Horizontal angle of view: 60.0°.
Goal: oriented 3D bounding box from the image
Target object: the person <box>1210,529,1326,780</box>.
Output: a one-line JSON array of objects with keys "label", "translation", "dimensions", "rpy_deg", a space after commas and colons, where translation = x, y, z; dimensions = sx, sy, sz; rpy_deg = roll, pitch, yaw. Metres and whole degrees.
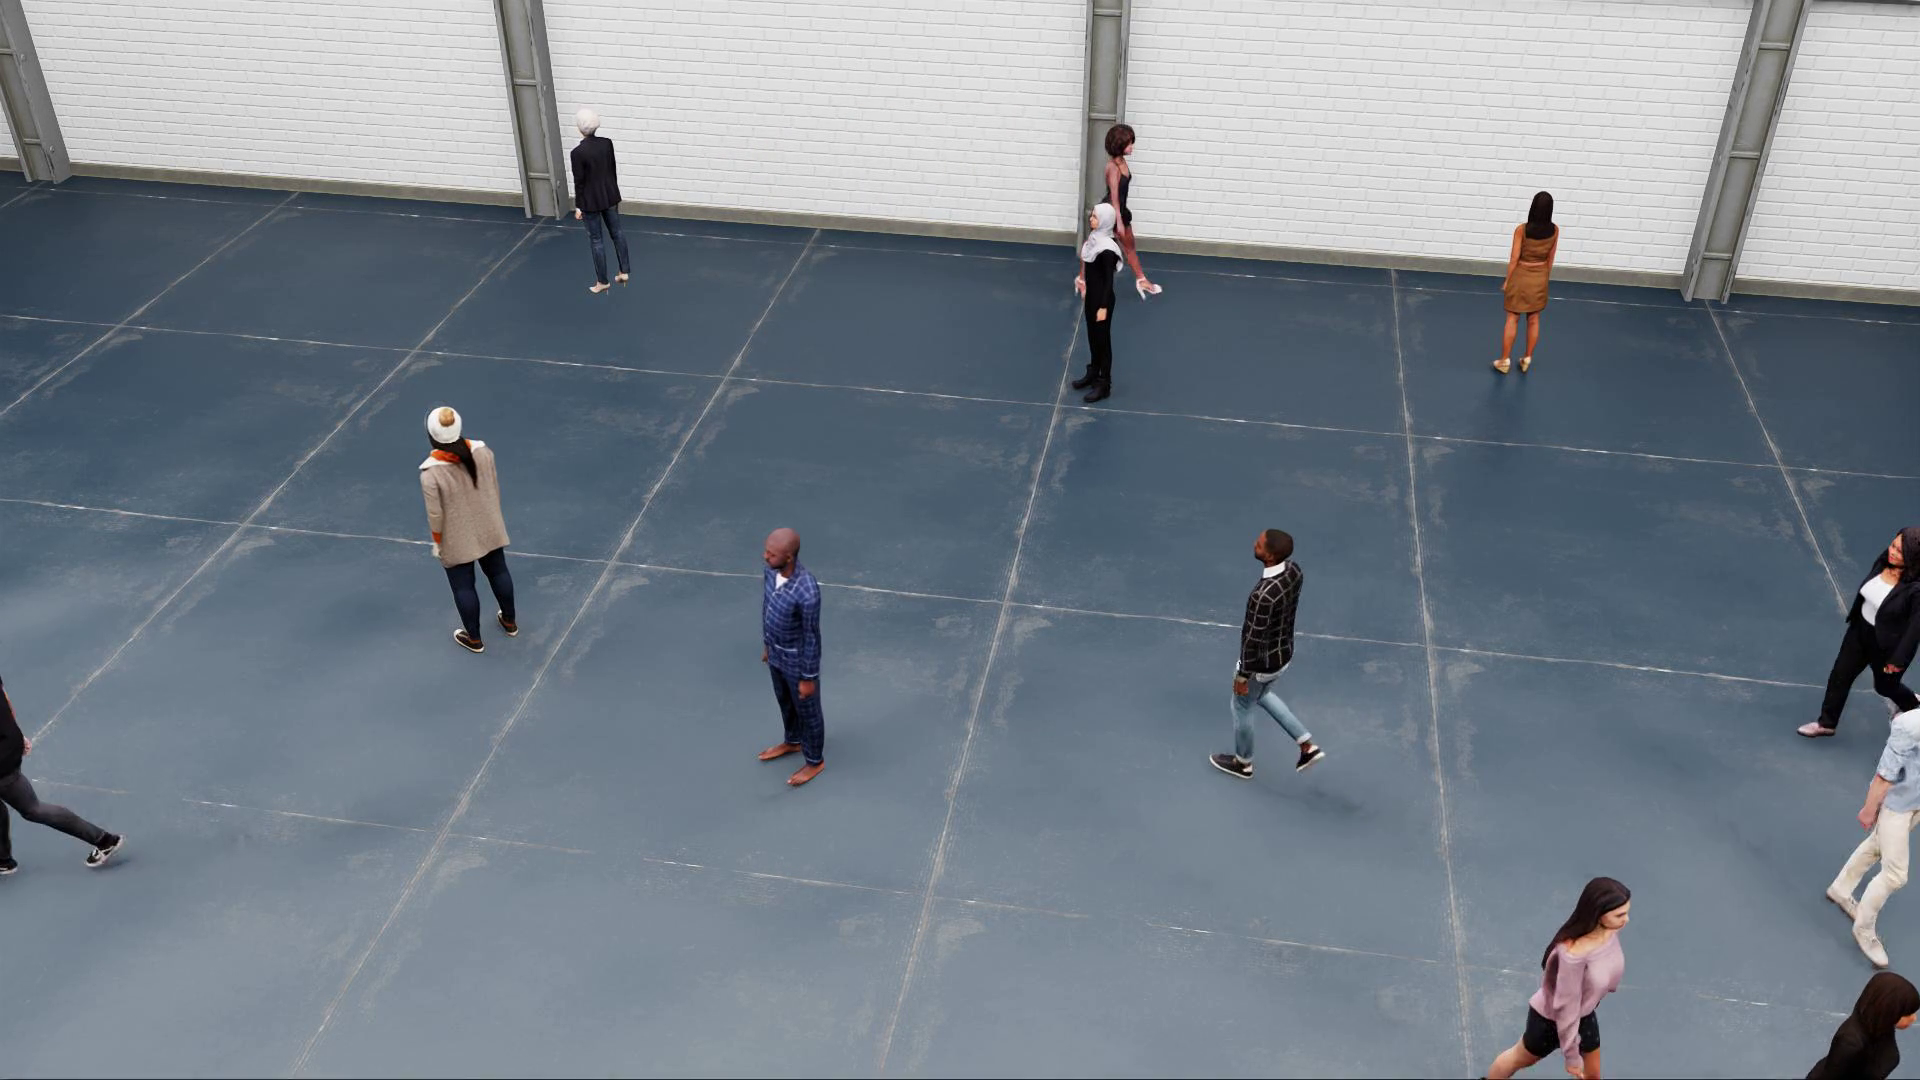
[{"label": "person", "translation": [1.918, 0.751, 10.010], "dimensions": [1.057, 1.802, 0.911], "rpy_deg": [21, 39, 28]}]

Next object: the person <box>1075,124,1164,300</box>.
[{"label": "person", "translation": [1.355, -3.075, 15.812], "dimensions": [1.116, 1.751, 0.688], "rpy_deg": [10, 35, 15]}]

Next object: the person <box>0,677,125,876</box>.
[{"label": "person", "translation": [-5.307, 1.200, 9.334], "dimensions": [1.218, 1.802, 0.969], "rpy_deg": [-9, 35, -13]}]

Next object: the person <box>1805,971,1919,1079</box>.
[{"label": "person", "translation": [3.880, 2.489, 7.570], "dimensions": [1.156, 1.608, 0.973], "rpy_deg": [28, 43, 35]}]

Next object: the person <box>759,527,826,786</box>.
[{"label": "person", "translation": [-1.015, 0.671, 10.115], "dimensions": [0.824, 1.819, 0.750], "rpy_deg": [-24, 41, -32]}]

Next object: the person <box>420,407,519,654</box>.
[{"label": "person", "translation": [-3.319, -0.099, 11.209], "dimensions": [0.813, 1.891, 0.857], "rpy_deg": [-27, 42, -34]}]

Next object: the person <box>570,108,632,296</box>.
[{"label": "person", "translation": [-3.274, -3.109, 15.155], "dimensions": [0.766, 1.783, 0.828], "rpy_deg": [28, 43, 35]}]

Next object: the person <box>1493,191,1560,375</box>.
[{"label": "person", "translation": [4.998, -2.262, 14.645], "dimensions": [0.527, 1.689, 0.666], "rpy_deg": [-3, 34, -4]}]

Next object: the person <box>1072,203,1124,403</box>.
[{"label": "person", "translation": [1.198, -2.041, 14.231], "dimensions": [0.669, 1.779, 0.677], "rpy_deg": [-8, 34, -12]}]

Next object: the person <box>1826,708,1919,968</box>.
[{"label": "person", "translation": [5.074, 1.362, 9.065], "dimensions": [0.890, 1.831, 0.928], "rpy_deg": [-14, 36, -20]}]

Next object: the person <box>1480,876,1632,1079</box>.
[{"label": "person", "translation": [2.737, 2.214, 7.834], "dimensions": [1.032, 1.773, 1.109], "rpy_deg": [-22, 40, -30]}]

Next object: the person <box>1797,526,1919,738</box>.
[{"label": "person", "translation": [5.847, 0.610, 10.409], "dimensions": [1.123, 1.595, 0.939], "rpy_deg": [-10, 35, -15]}]
